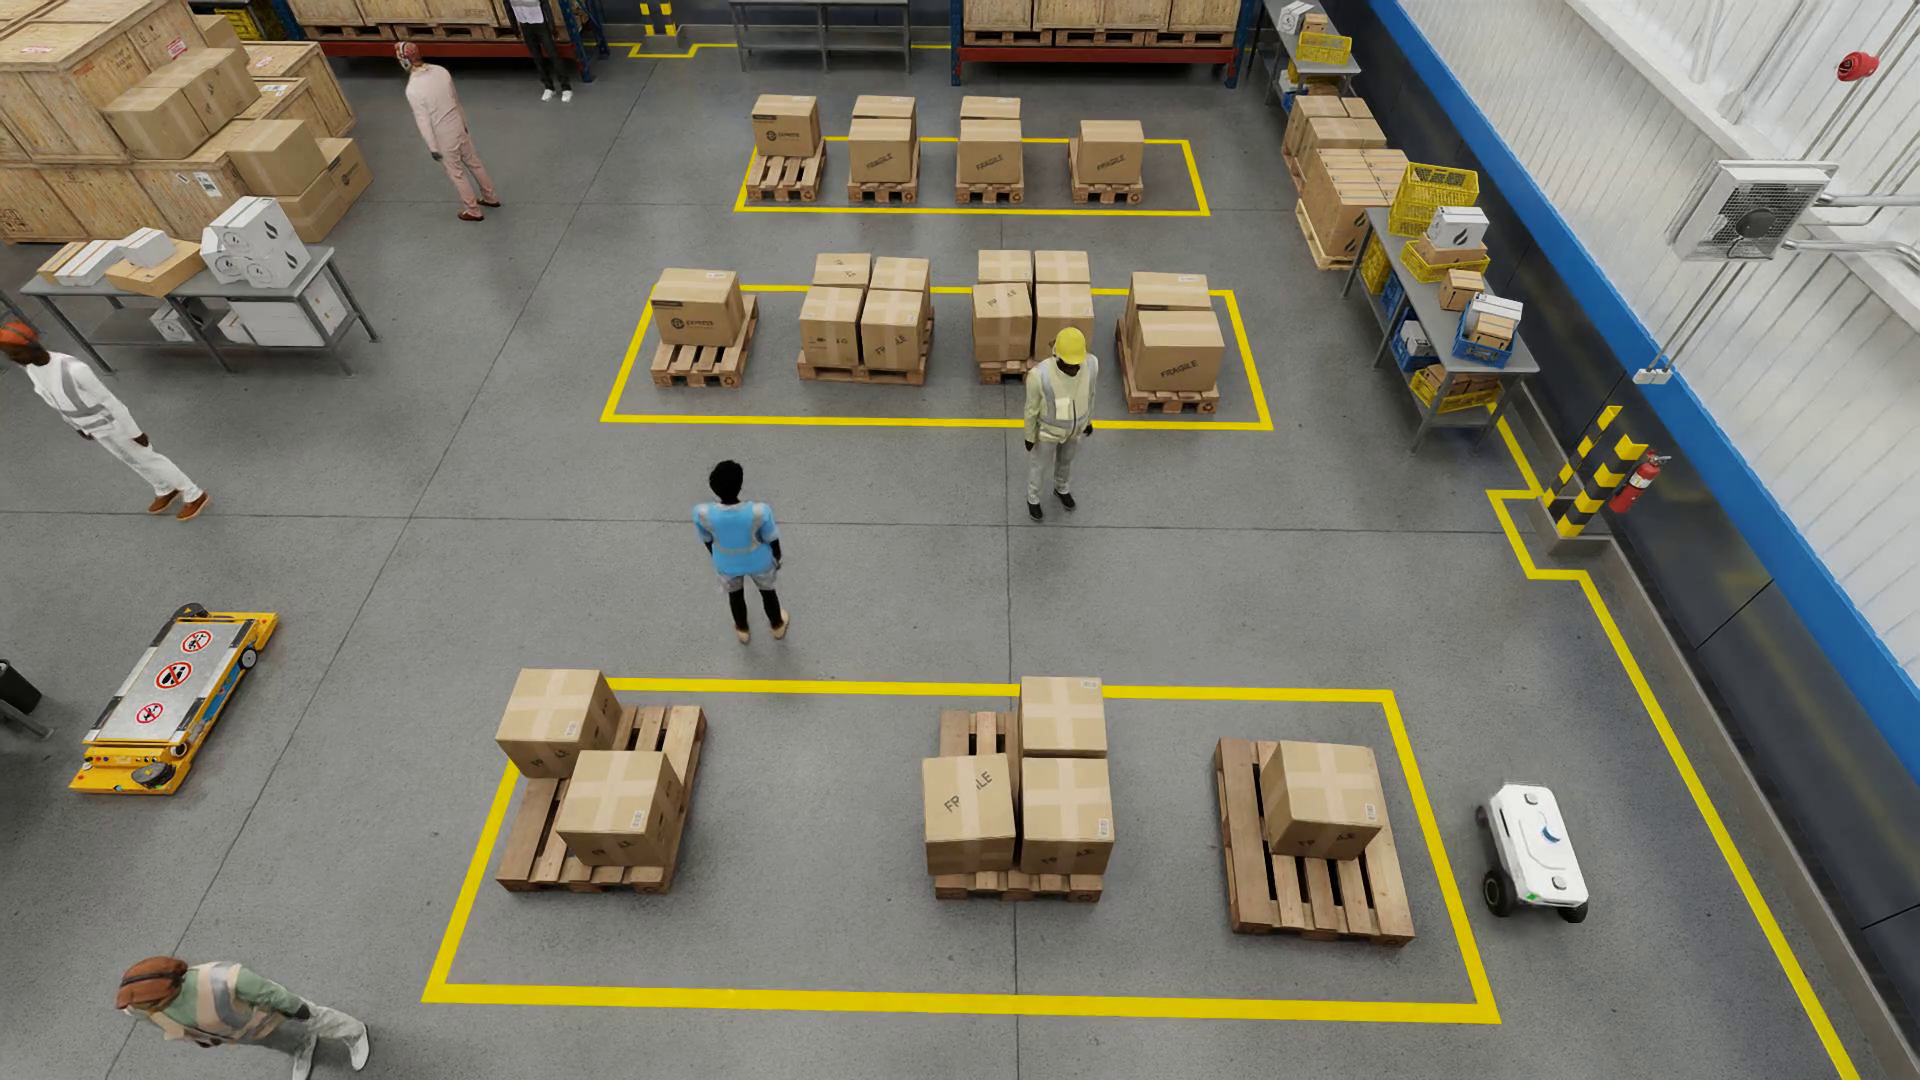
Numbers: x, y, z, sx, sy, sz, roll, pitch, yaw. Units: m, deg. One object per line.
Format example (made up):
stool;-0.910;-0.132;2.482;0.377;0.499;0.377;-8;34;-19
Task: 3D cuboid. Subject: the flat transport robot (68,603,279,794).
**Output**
flat transport robot;-5.504;1.072;6.442;0.652;0.197;1.431;1;50;1

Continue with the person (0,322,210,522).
person;-6.588;-0.889;7.059;0.589;1.877;0.352;12;51;10

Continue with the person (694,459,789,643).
person;-1.476;0.126;6.321;0.545;1.686;0.323;-4;50;-3

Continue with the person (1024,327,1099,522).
person;0.776;-0.882;7.079;0.601;1.830;0.403;-18;52;-14

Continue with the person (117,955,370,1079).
person;-3.482;2.336;4.488;0.521;1.632;0.314;-11;51;-9

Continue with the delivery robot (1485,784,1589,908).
delivery robot;3.484;1.850;5.539;0.477;0.478;0.707;4;50;3

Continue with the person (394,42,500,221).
person;-5.661;-4.460;10.069;0.400;1.900;0.647;12;51;10

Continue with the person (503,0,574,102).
person;-5.601;-6.782;12.026;0.600;1.907;0.398;2;50;2
